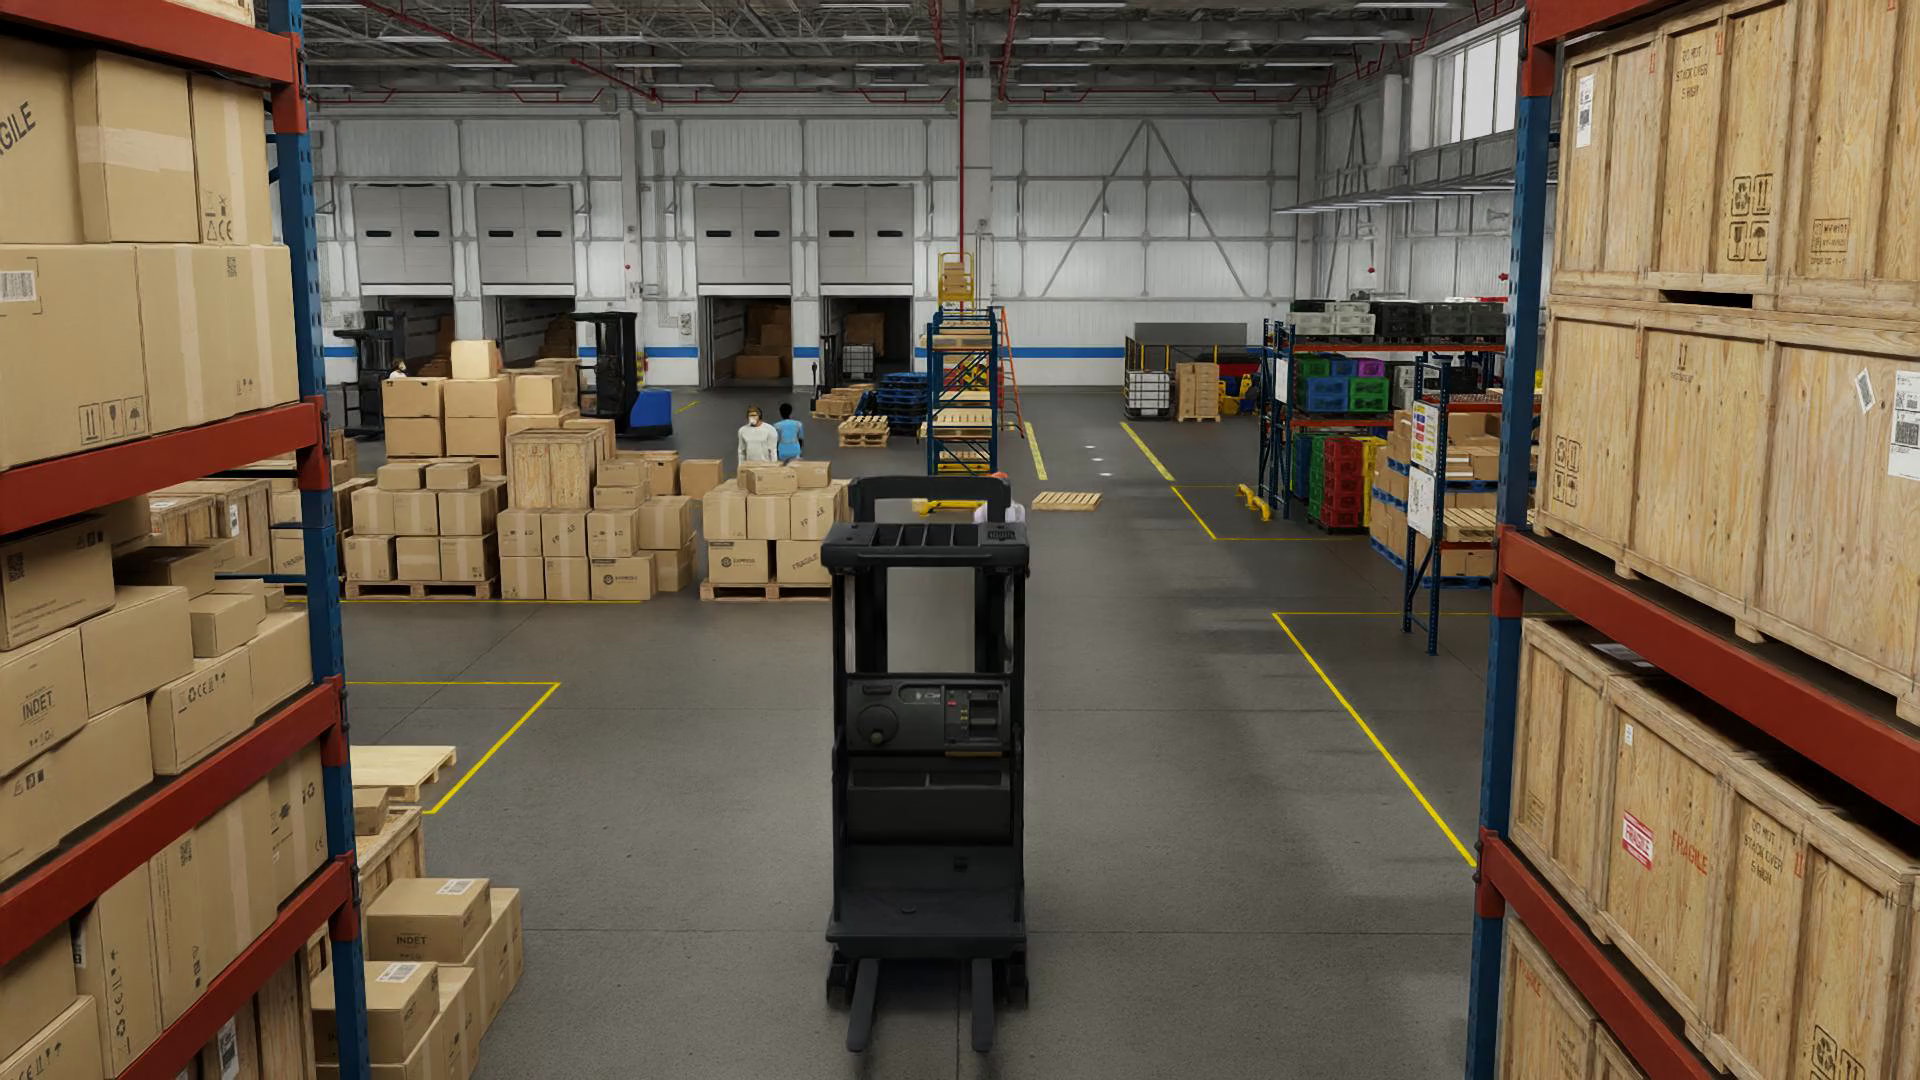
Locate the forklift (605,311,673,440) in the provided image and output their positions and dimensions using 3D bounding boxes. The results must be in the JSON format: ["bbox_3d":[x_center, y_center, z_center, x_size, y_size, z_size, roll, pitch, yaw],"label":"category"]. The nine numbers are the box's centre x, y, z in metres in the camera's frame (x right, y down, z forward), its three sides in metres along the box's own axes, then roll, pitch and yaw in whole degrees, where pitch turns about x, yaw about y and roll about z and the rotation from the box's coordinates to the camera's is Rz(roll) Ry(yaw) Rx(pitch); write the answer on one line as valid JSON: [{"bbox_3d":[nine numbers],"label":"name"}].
[{"bbox_3d":[-7.424,-3.634,36.666,1.873,2.768,1.129,-7,12,-36],"label":"forklift"}]

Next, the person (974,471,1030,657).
[{"bbox_3d":[0.411,0.208,17.363,0.544,1.898,0.958,-3,10,-19],"label":"person"}]

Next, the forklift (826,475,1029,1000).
[{"bbox_3d":[-0.172,1.016,9.843,1.129,2.768,1.873,0,10,1],"label":"forklift"}]

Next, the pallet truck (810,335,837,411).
[{"bbox_3d":[-3.021,-4.312,43.126,1.885,1.965,0.823,3,10,17],"label":"pallet truck"}]

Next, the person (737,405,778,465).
[{"bbox_3d":[-2.965,-1.023,24.372,0.629,1.929,0.362,3,10,17],"label":"person"}]

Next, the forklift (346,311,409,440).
[{"bbox_3d":[-12.810,-3.738,37.268,1.129,2.768,1.873,5,11,24],"label":"forklift"}]

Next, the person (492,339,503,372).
[{"bbox_3d":[-13.244,-4.851,47.183,0.787,1.662,0.550,2,10,10],"label":"person"}]

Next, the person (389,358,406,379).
[{"bbox_3d":[-11.688,-2.826,34.722,0.370,1.940,0.631,0,10,-2],"label":"person"}]

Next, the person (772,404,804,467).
[{"bbox_3d":[-2.846,-1.419,27.423,0.551,1.654,0.873,-3,10,-17],"label":"person"}]
